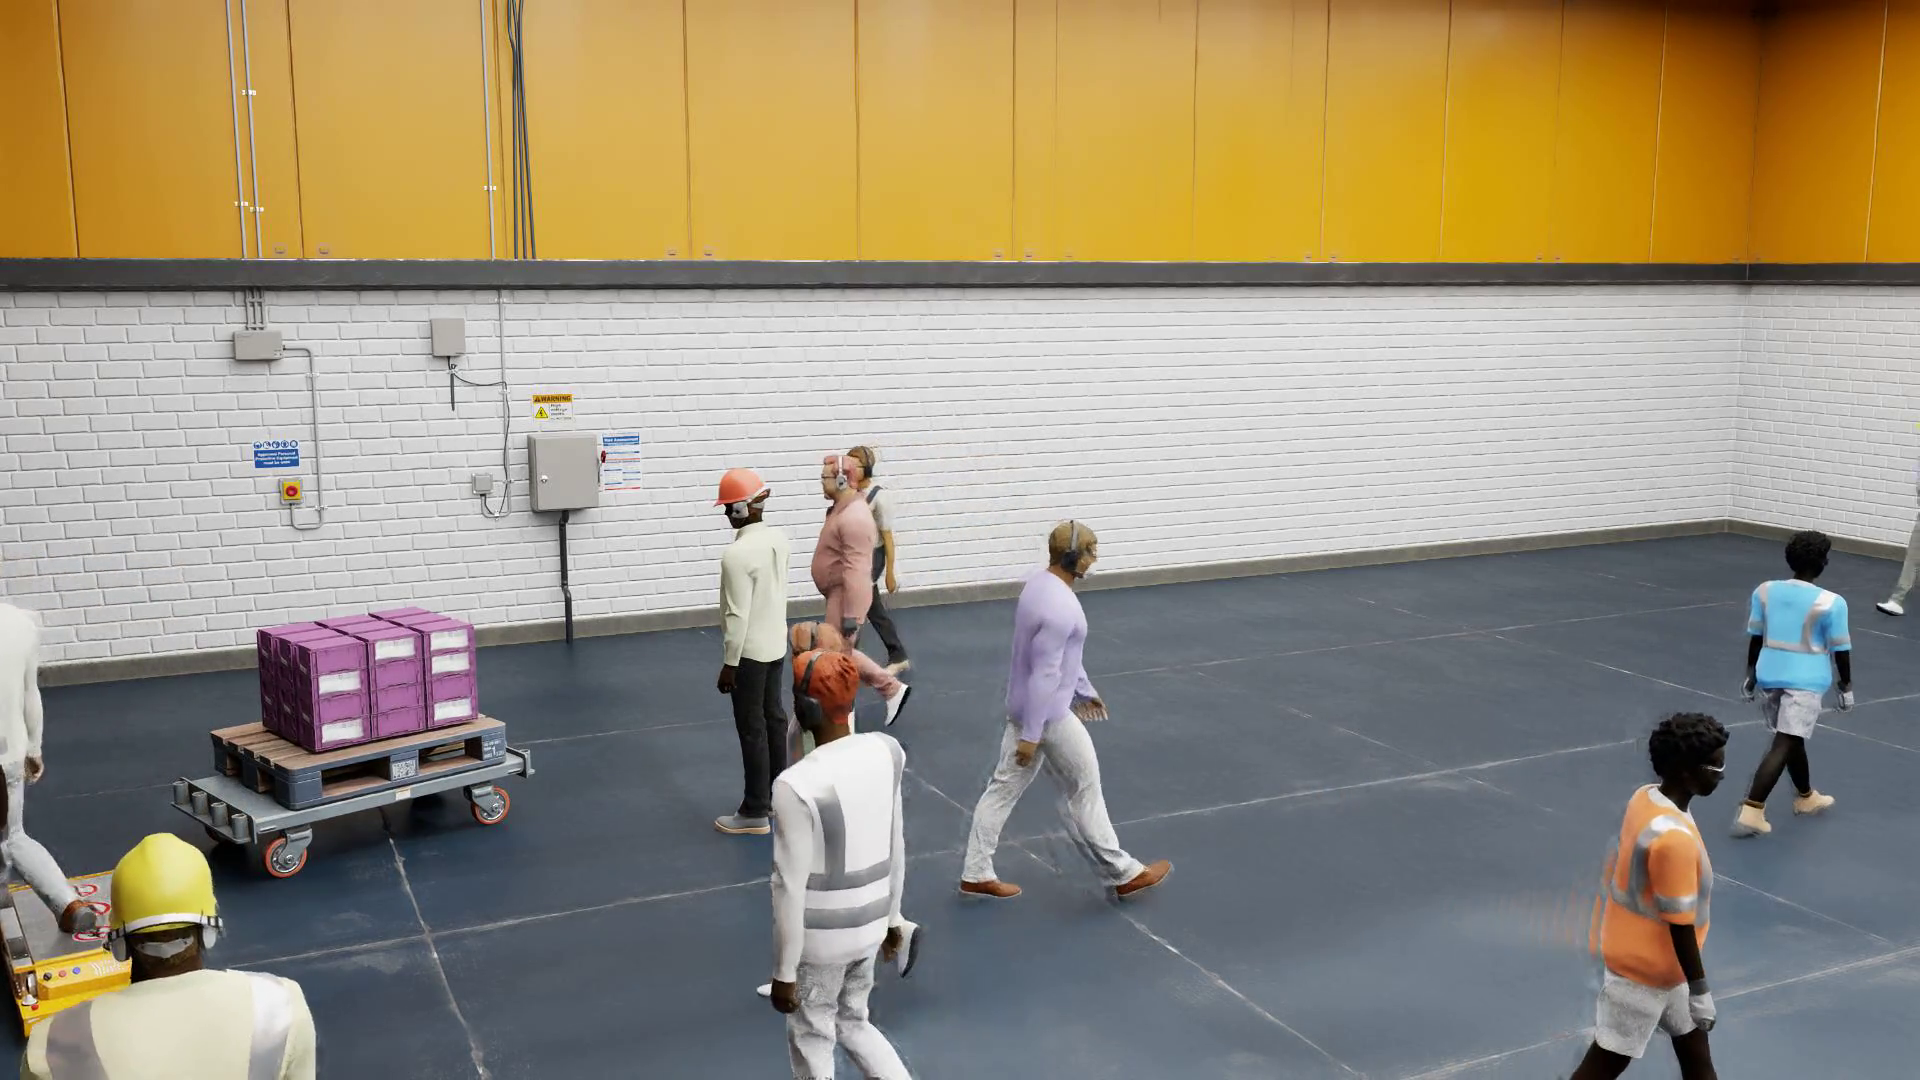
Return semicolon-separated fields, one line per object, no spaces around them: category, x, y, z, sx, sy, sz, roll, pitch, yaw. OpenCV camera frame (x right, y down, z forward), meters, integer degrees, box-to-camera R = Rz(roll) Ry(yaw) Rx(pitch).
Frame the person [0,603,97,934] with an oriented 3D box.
person;-4.094;0.955;7.019;0.706;1.919;0.636;3;10;17

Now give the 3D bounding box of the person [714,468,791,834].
person;-1.132;0.598;9.026;0.388;1.987;0.608;3;10;19

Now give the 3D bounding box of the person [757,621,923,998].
person;-0.512;1.122;6.889;0.616;1.619;0.522;2;9;10

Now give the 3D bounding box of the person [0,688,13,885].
person;-3.895;1.107;6.148;0.729;1.906;0.995;-8;12;-42

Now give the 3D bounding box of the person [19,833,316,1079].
person;-1.786;1.536;3.774;0.598;1.803;0.766;-6;11;-35

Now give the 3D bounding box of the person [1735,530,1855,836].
person;4.526;0.765;9.017;0.882;1.652;0.547;-5;10;-26

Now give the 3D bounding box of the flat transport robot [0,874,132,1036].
flat transport robot;-3.804;1.737;7.268;0.652;0.197;1.431;-6;11;-34

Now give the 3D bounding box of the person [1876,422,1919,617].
person;8.548;-0.231;14.539;0.937;1.872;0.596;-1;9;-4

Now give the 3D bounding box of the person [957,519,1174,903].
person;0.483;0.828;7.934;1.070;1.868;0.633;-2;9;-12

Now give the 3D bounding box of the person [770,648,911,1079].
person;-0.354;1.262;5.273;0.641;1.869;0.592;7;11;35

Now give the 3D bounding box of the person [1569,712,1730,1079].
person;2.321;1.359;5.337;0.872;1.642;0.544;3;10;17

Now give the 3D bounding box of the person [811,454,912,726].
person;-0.681;0.382;10.684;0.645;1.890;0.649;-1;9;-7

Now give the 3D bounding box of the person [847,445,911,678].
person;-0.702;0.198;12.133;0.990;1.799;0.515;-7;12;-37
